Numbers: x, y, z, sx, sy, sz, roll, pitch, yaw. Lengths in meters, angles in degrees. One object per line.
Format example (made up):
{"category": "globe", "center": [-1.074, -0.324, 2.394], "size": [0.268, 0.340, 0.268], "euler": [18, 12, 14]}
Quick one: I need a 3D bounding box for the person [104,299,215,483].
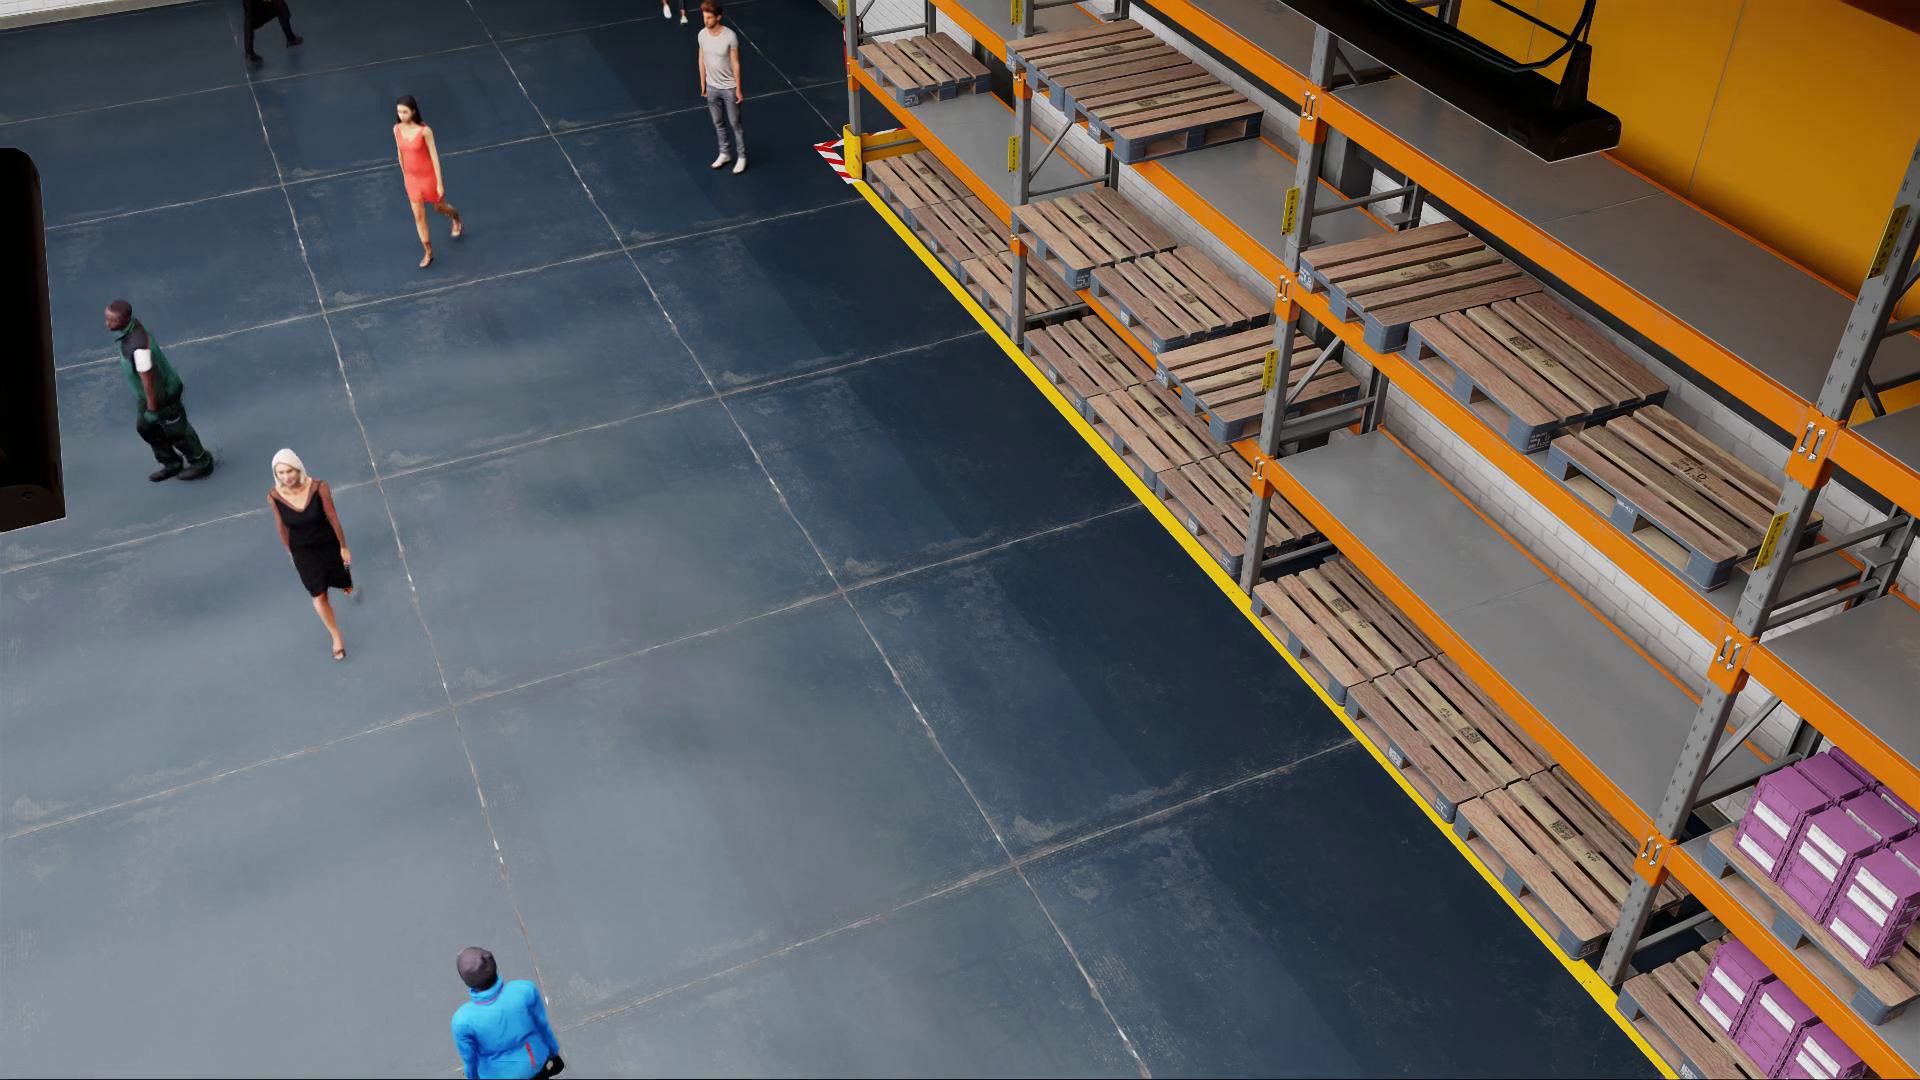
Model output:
{"category": "person", "center": [-6.445, -1.209, 13.426], "size": [0.871, 1.808, 0.773], "euler": [-17, 42, -20]}

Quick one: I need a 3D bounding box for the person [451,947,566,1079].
{"category": "person", "center": [-2.242, 2.757, 8.485], "size": [0.688, 1.776, 0.838], "euler": [-22, 43, -25]}

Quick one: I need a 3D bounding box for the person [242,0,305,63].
{"category": "person", "center": [-8.687, -6.738, 20.361], "size": [1.131, 1.794, 1.260], "euler": [10, 40, 12]}

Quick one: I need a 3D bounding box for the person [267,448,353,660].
{"category": "person", "center": [-4.602, 0.021, 11.951], "size": [0.728, 1.727, 1.013], "euler": [-8, 39, -9]}

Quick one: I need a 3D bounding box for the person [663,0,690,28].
{"category": "person", "center": [-3.831, -7.545, 21.390], "size": [0.696, 1.770, 1.175], "euler": [-11, 40, -14]}

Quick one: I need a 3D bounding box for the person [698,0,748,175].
{"category": "person", "center": [-2.563, -4.931, 18.023], "size": [0.742, 1.887, 0.809], "euler": [14, 41, 17]}

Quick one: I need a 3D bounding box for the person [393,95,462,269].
{"category": "person", "center": [-5.299, -3.626, 16.544], "size": [1.000, 1.693, 1.158], "euler": [6, 39, 7]}
